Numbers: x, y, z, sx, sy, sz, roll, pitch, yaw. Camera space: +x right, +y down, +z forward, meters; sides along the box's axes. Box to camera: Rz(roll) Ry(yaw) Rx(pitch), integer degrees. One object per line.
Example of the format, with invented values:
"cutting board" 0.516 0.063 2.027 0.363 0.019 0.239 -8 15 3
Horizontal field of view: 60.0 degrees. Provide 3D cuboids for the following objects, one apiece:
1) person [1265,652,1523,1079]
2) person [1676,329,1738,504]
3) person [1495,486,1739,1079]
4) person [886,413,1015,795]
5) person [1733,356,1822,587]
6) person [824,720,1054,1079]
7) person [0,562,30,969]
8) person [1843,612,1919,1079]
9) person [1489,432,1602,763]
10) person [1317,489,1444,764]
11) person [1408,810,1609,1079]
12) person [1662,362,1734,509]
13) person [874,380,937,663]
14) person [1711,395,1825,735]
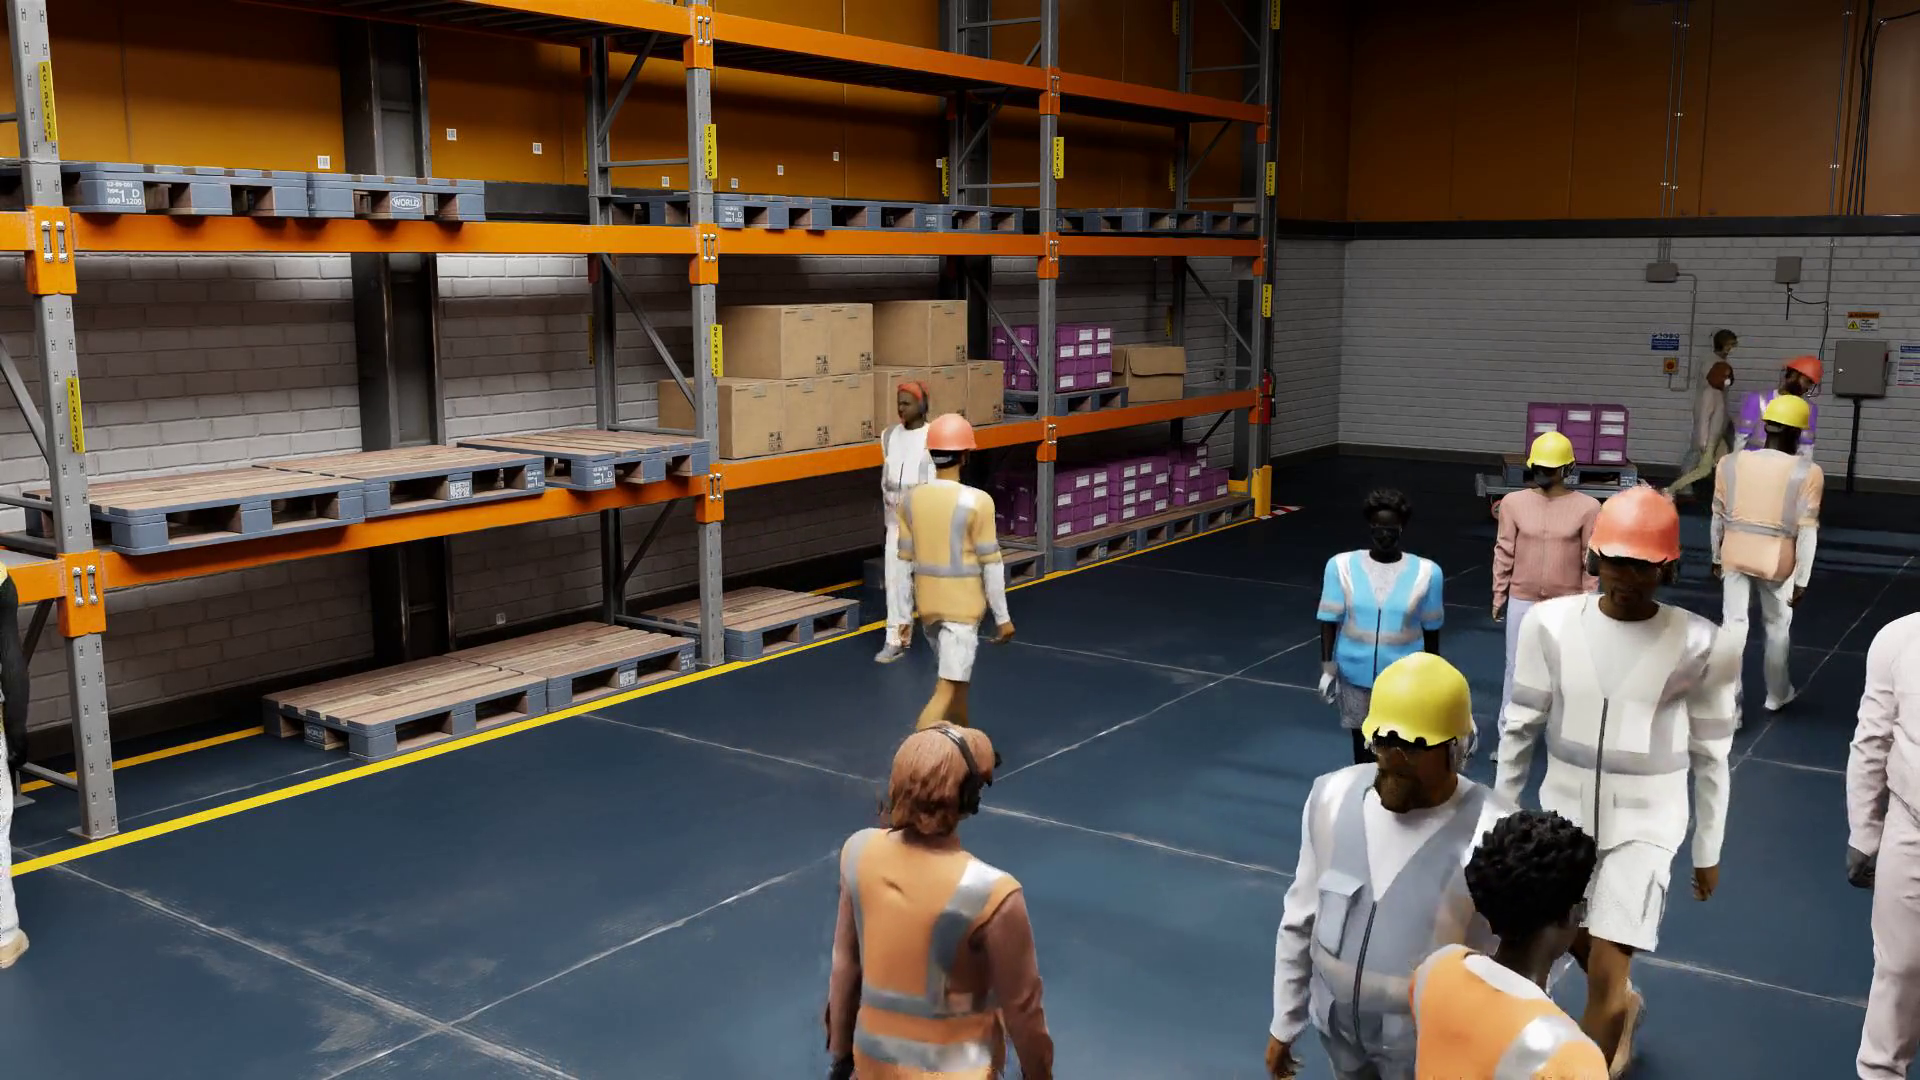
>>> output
"person" 1.041 1.113 3.827 0.935 1.789 0.589 -9 13 -43
"person" 8.165 -1.291 17.758 0.944 1.894 0.627 8 13 40
"person" 1.950 0.807 4.948 0.628 2.004 0.997 7 12 38
"person" -0.082 0.331 8.124 0.546 1.898 0.977 8 13 40
"person" 6.490 -0.531 13.304 0.661 1.884 0.368 2 10 12
"person" 0.013 1.193 3.795 0.546 1.603 0.781 9 13 42
"person" -3.748 0.697 6.090 0.631 1.837 0.429 -4 11 -25
"person" 2.873 0.889 4.744 0.648 1.907 0.409 6 11 33
"person" 3.020 0.316 8.593 0.532 1.761 0.331 4 10 24
"person" 1.836 0.589 7.309 0.532 1.645 0.887 3 10 20
"person" 1.014 1.302 3.002 0.719 1.656 0.548 -3 10 -16
"person" 7.691 -1.041 17.151 0.699 1.604 0.511 9 13 44
"person" -0.251 -0.147 11.086 0.583 1.858 0.860 6 11 33
"person" 4.545 0.122 9.390 0.603 1.875 0.976 7 12 37
